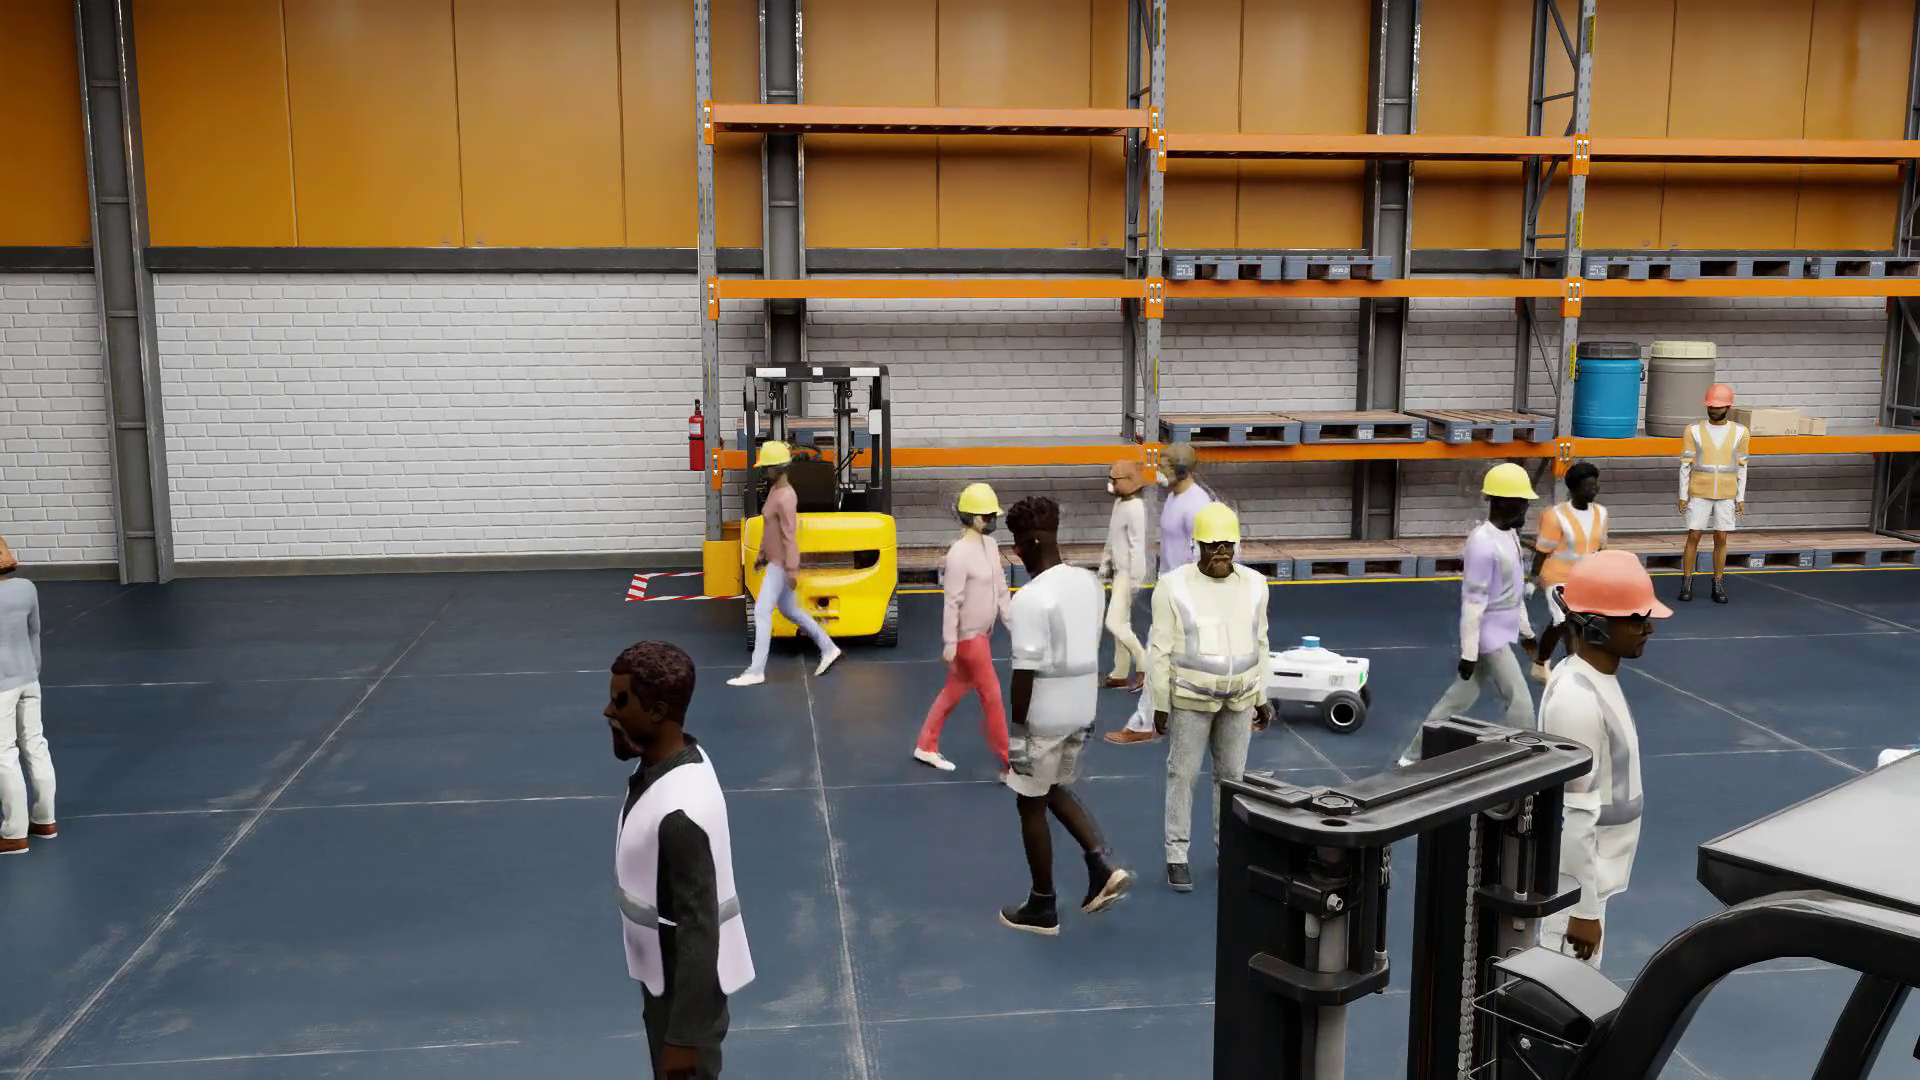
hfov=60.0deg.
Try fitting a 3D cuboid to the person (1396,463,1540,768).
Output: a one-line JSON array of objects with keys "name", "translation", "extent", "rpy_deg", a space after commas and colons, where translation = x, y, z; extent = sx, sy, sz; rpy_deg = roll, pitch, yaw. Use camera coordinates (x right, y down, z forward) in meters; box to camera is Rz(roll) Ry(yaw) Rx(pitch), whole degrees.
[{"name": "person", "translation": [2.895, 0.506, 9.123], "extent": [1.012, 1.883, 0.593], "rpy_deg": [4, 10, 24]}]

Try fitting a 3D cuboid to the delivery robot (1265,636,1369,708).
[{"name": "delivery robot", "translation": [2.247, 0.863, 10.669], "extent": [0.707, 0.478, 0.477], "rpy_deg": [3, 10, 17]}]

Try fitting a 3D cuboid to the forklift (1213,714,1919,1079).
[{"name": "forklift", "translation": [1.441, 1.425, 2.350], "extent": [1.214, 2.155, 2.313], "rpy_deg": [-7, 12, -39]}]

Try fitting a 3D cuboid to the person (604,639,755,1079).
[{"name": "person", "translation": [-0.767, 1.211, 4.545], "extent": [0.399, 1.920, 0.590], "rpy_deg": [-2, 9, -15]}]

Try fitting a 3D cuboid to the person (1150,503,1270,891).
[{"name": "person", "translation": [1.185, 0.730, 7.809], "extent": [0.600, 1.831, 0.404], "rpy_deg": [-2, 9, -14]}]

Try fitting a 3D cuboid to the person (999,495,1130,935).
[{"name": "person", "translation": [0.419, 0.763, 7.303], "extent": [0.560, 1.928, 0.648], "rpy_deg": [7, 11, 37]}]

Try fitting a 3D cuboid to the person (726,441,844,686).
[{"name": "person", "translation": [-1.222, 0.151, 11.741], "extent": [0.811, 1.732, 0.525], "rpy_deg": [-2, 9, -12]}]

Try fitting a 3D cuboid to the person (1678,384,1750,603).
[{"name": "person", "translation": [6.599, -0.405, 14.578], "extent": [0.551, 1.933, 0.368], "rpy_deg": [3, 9, 16]}]

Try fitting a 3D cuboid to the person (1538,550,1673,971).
[{"name": "person", "translation": [1.978, 1.039, 5.224], "extent": [0.378, 2.045, 0.605], "rpy_deg": [4, 10, 22]}]

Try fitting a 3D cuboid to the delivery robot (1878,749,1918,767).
[{"name": "delivery robot", "translation": [4.843, 1.241, 8.307], "extent": [0.477, 0.478, 0.707], "rpy_deg": [3, 9, 16]}]

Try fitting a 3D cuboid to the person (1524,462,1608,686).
[{"name": "person", "translation": [4.151, 0.281, 11.233], "extent": [0.542, 1.622, 0.982], "rpy_deg": [-4, 10, -25]}]

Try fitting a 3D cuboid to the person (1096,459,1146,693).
[{"name": "person", "translation": [1.110, 0.252, 11.443], "extent": [0.346, 1.626, 0.522], "rpy_deg": [-1, 9, -6]}]

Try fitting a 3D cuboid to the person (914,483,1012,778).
[{"name": "person", "translation": [0.093, 0.526, 9.440], "extent": [0.911, 1.721, 0.524], "rpy_deg": [4, 10, 22]}]

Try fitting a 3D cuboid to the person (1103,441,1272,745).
[{"name": "person", "translation": [1.445, 0.328, 10.188], "extent": [1.038, 1.893, 0.636], "rpy_deg": [0, 9, -1]}]

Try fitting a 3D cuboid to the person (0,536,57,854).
[{"name": "person", "translation": [-4.775, 0.752, 8.296], "extent": [0.285, 1.631, 0.501], "rpy_deg": [2, 9, 10]}]

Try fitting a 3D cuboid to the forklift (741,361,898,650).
[{"name": "forklift", "translation": [-1.154, -0.340, 13.365], "extent": [1.214, 2.155, 2.313], "rpy_deg": [-1, 9, -7]}]
